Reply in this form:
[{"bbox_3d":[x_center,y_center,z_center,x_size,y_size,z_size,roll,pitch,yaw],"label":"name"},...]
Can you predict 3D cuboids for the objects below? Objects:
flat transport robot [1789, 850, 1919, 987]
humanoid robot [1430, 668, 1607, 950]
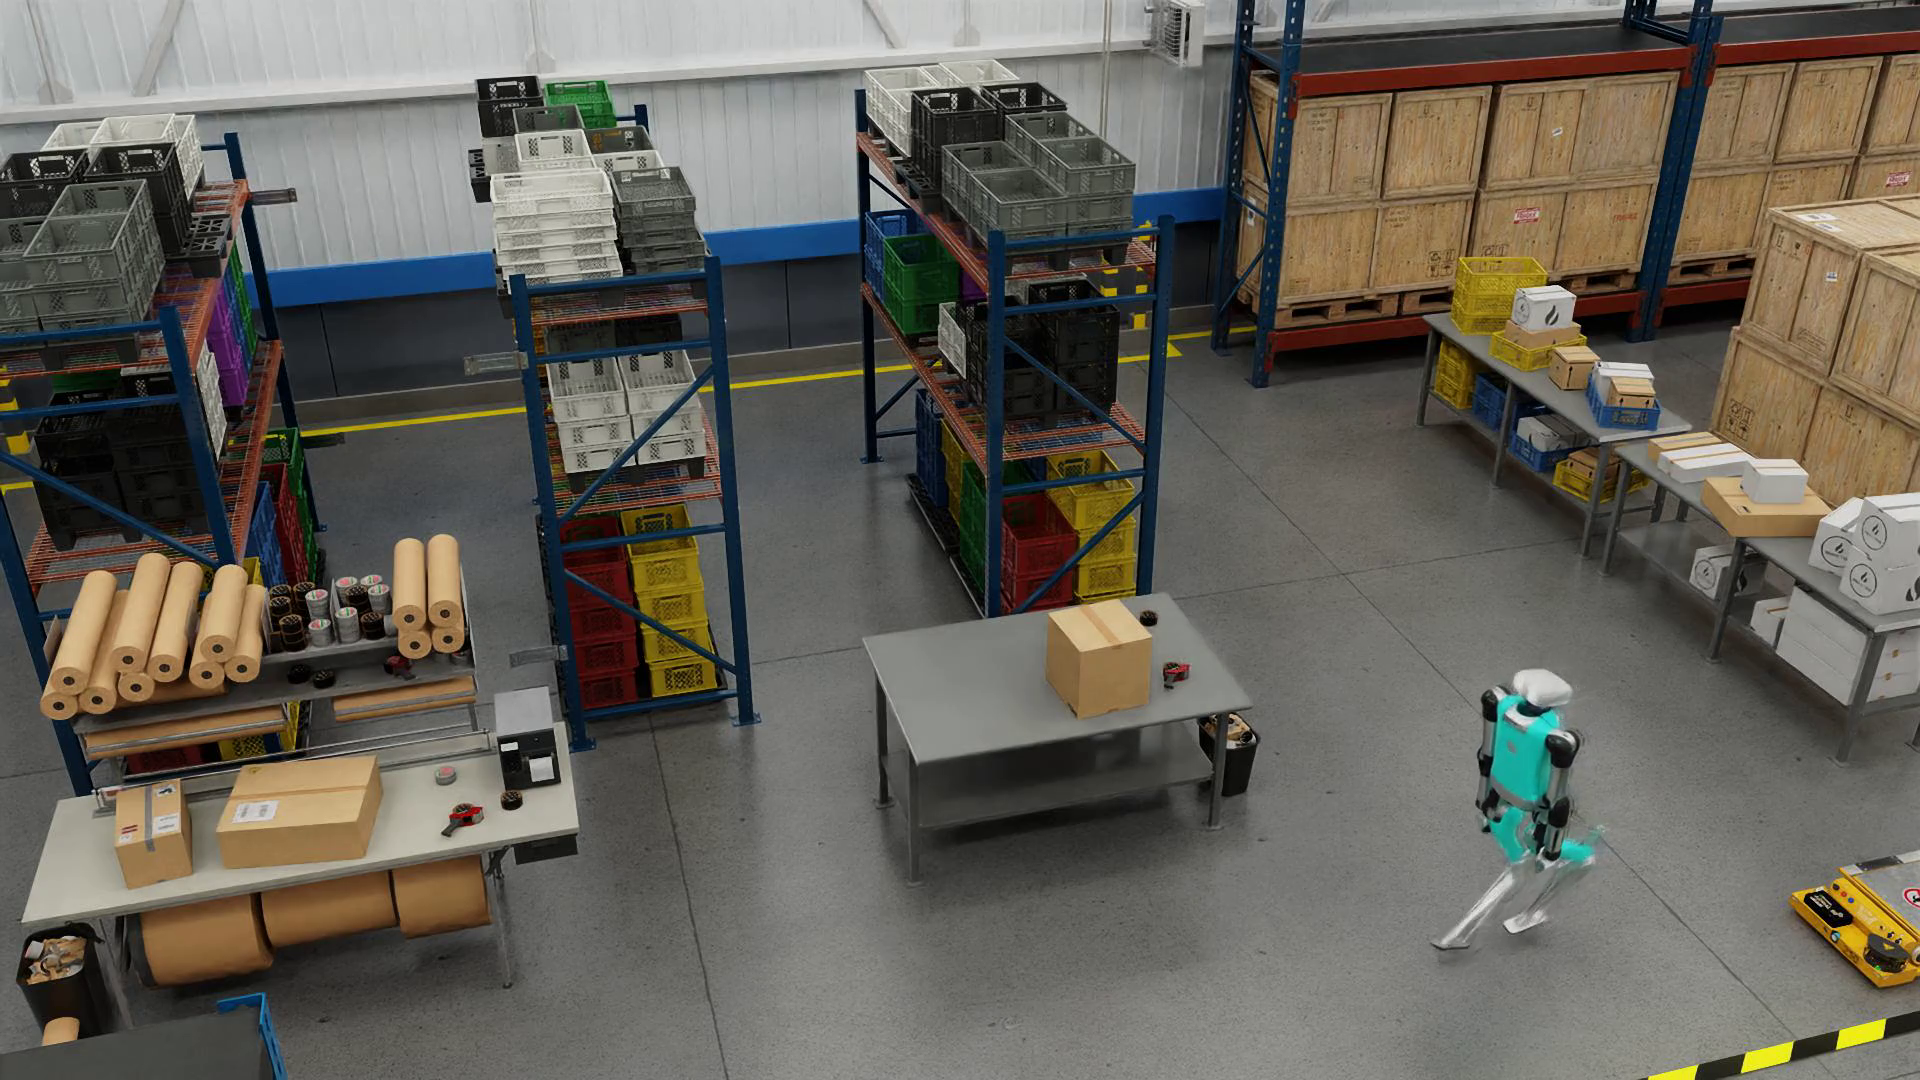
[{"bbox_3d":[5.163,1.916,8.676,1.431,0.231,0.659,-8,30,-14],"label":"flat transport robot"},{"bbox_3d":[2.839,1.345,8.164,0.933,1.742,0.530,-15,32,-26],"label":"humanoid robot"}]
